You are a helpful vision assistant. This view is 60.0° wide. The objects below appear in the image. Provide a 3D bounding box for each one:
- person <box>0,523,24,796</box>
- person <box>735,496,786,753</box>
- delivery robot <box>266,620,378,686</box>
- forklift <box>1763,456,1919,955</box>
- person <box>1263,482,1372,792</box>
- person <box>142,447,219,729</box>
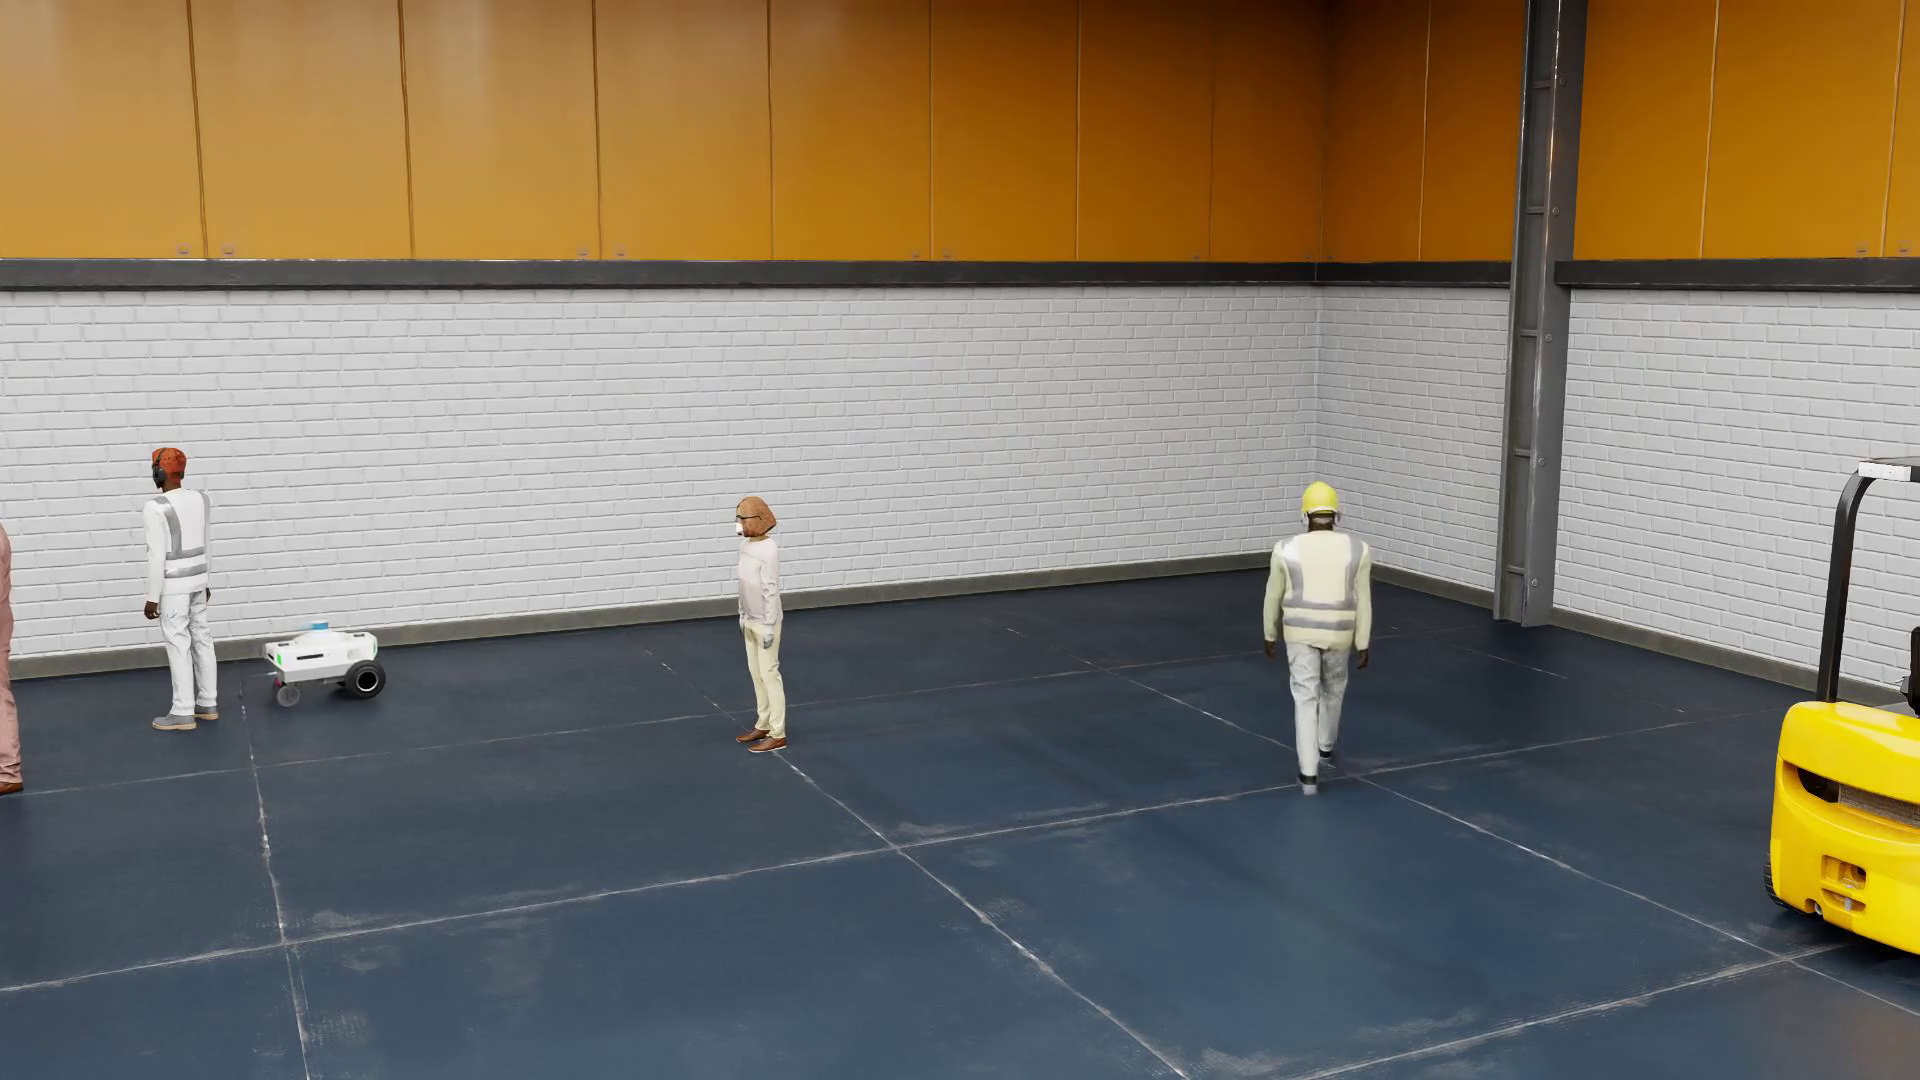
[{"bbox_3d":[-5.700,0.537,9.646,0.409,1.910,0.651,-6,11,-33],"label":"person"},{"bbox_3d":[-1.279,0.530,10.571,0.280,1.624,0.493,-5,11,-30],"label":"person"},{"bbox_3d":[-4.537,0.813,11.829,0.707,0.478,0.477,-6,11,-34],"label":"delivery robot"},{"bbox_3d":[4.857,0.731,7.561,2.313,2.155,1.214,-4,10,-25],"label":"forklift"},{"bbox_3d":[2.126,0.545,9.970,0.616,1.780,0.916,1,9,5],"label":"person"},{"bbox_3d":[-5.202,0.319,11.077,0.354,1.883,0.576,2,9,13],"label":"person"}]
